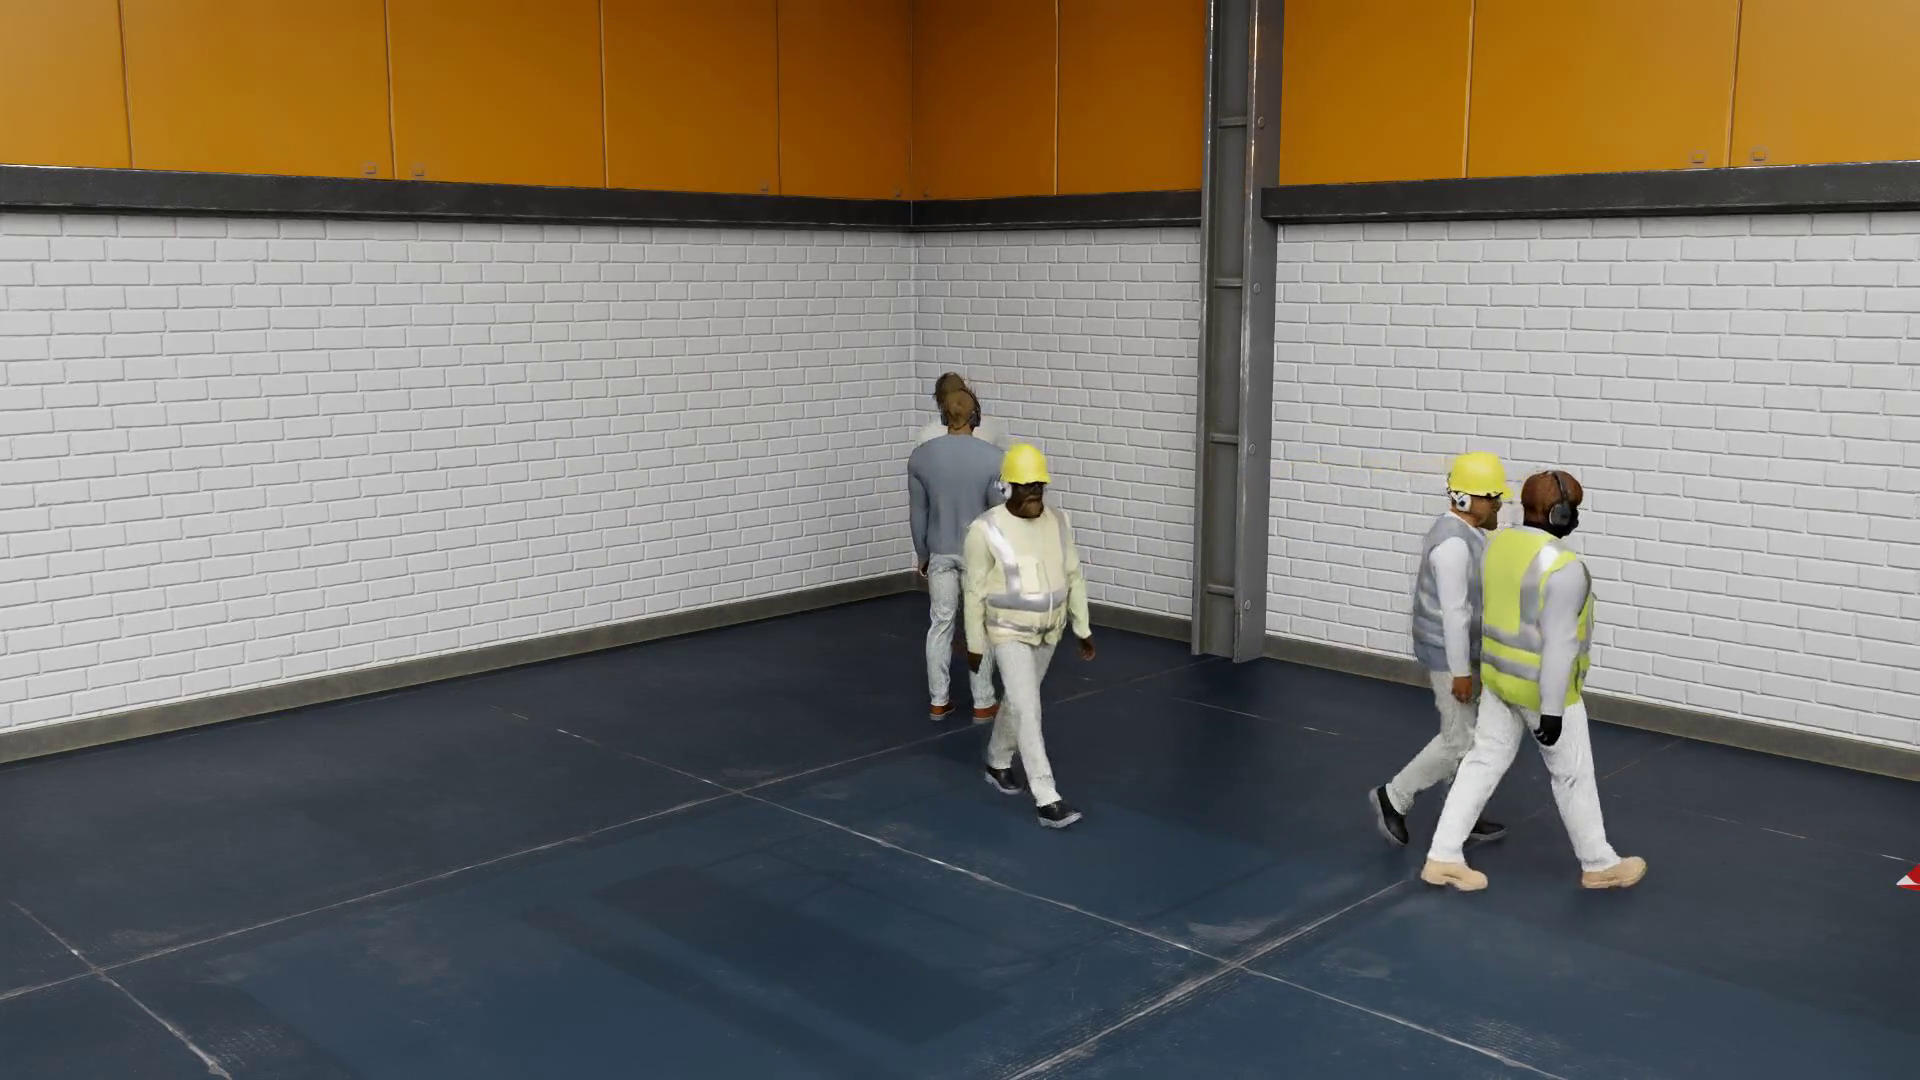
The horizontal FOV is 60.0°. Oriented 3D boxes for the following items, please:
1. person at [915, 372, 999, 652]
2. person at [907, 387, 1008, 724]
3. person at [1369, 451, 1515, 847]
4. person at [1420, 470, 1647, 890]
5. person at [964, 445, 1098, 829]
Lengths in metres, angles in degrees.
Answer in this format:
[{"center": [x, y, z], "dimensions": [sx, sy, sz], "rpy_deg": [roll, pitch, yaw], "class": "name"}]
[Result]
[{"center": [-0.005, -0.163, 11.164], "dimensions": [0.640, 1.924, 0.672], "rpy_deg": [-5, 11, -30], "class": "person"}, {"center": [0.012, 0.092, 9.558], "dimensions": [0.632, 1.940, 0.372], "rpy_deg": [3, 10, 20], "class": "person"}, {"center": [2.182, 0.504, 7.442], "dimensions": [0.583, 1.821, 0.608], "rpy_deg": [4, 10, 22], "class": "person"}, {"center": [2.392, 0.600, 6.916], "dimensions": [0.970, 1.799, 0.637], "rpy_deg": [-2, 10, -15], "class": "person"}, {"center": [0.333, 0.428, 7.982], "dimensions": [0.587, 1.785, 0.934], "rpy_deg": [-7, 11, -35], "class": "person"}]
